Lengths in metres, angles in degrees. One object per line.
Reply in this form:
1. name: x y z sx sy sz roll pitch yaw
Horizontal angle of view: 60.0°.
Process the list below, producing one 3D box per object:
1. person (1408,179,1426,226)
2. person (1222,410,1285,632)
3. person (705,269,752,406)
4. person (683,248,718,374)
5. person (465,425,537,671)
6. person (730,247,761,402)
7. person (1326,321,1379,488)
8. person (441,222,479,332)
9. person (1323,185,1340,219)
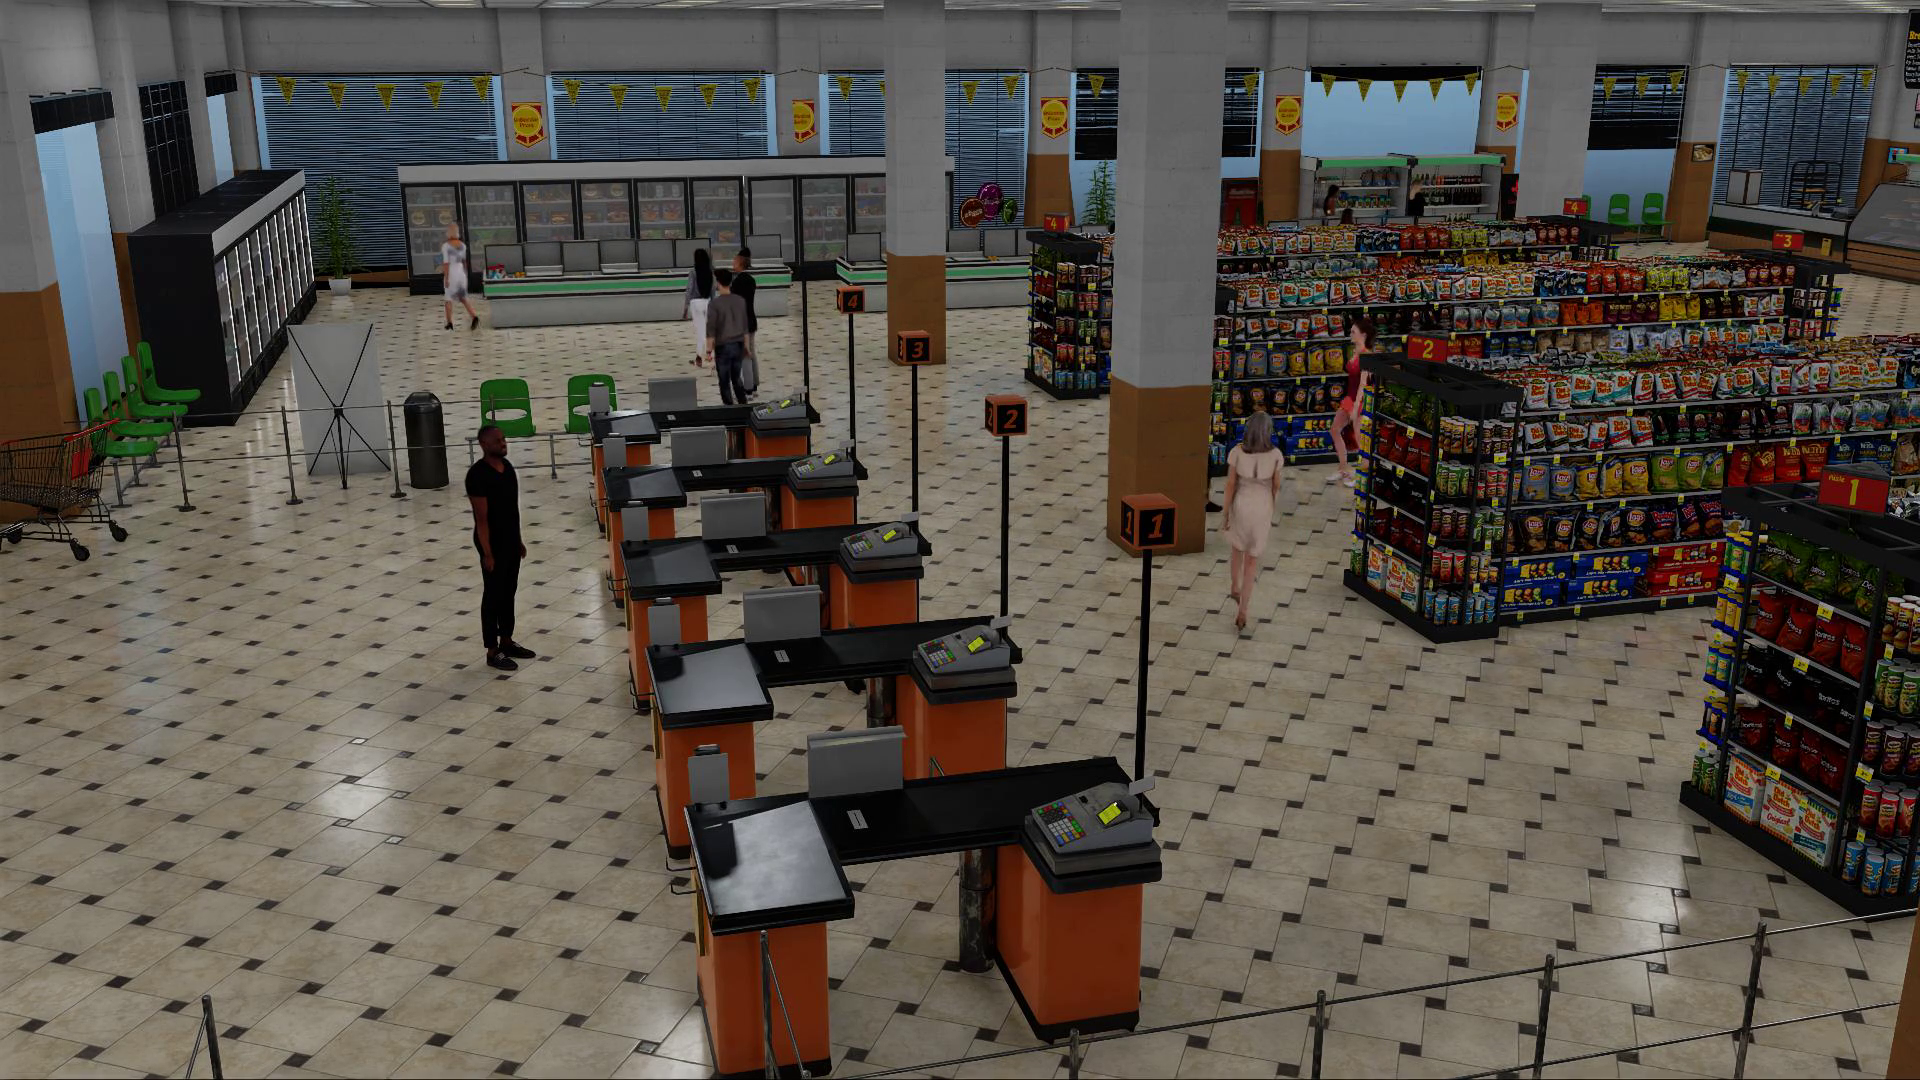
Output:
1. person: 9.395 -6.597 34.381 0.533 1.686 0.609 -5 18 -17
2. person: 2.292 -0.121 13.027 1.054 1.702 0.943 2 17 7
3. person: -2.682 -2.238 19.677 0.769 1.891 0.877 -12 20 -34
4. person: -3.535 -3.146 23.016 1.066 1.688 1.178 15 23 41
5. person: -3.419 0.038 12.302 0.755 1.819 0.750 5 18 16
6. person: -2.763 -2.780 21.361 0.783 1.949 0.795 4 17 13
7. person: 4.180 -1.396 17.159 0.673 1.742 0.618 -2 17 -7
8. person: -7.836 -4.083 26.050 1.002 1.716 1.087 15 22 40
9. person: 7.097 -6.023 32.408 0.814 1.735 0.605 -4 17 -12
